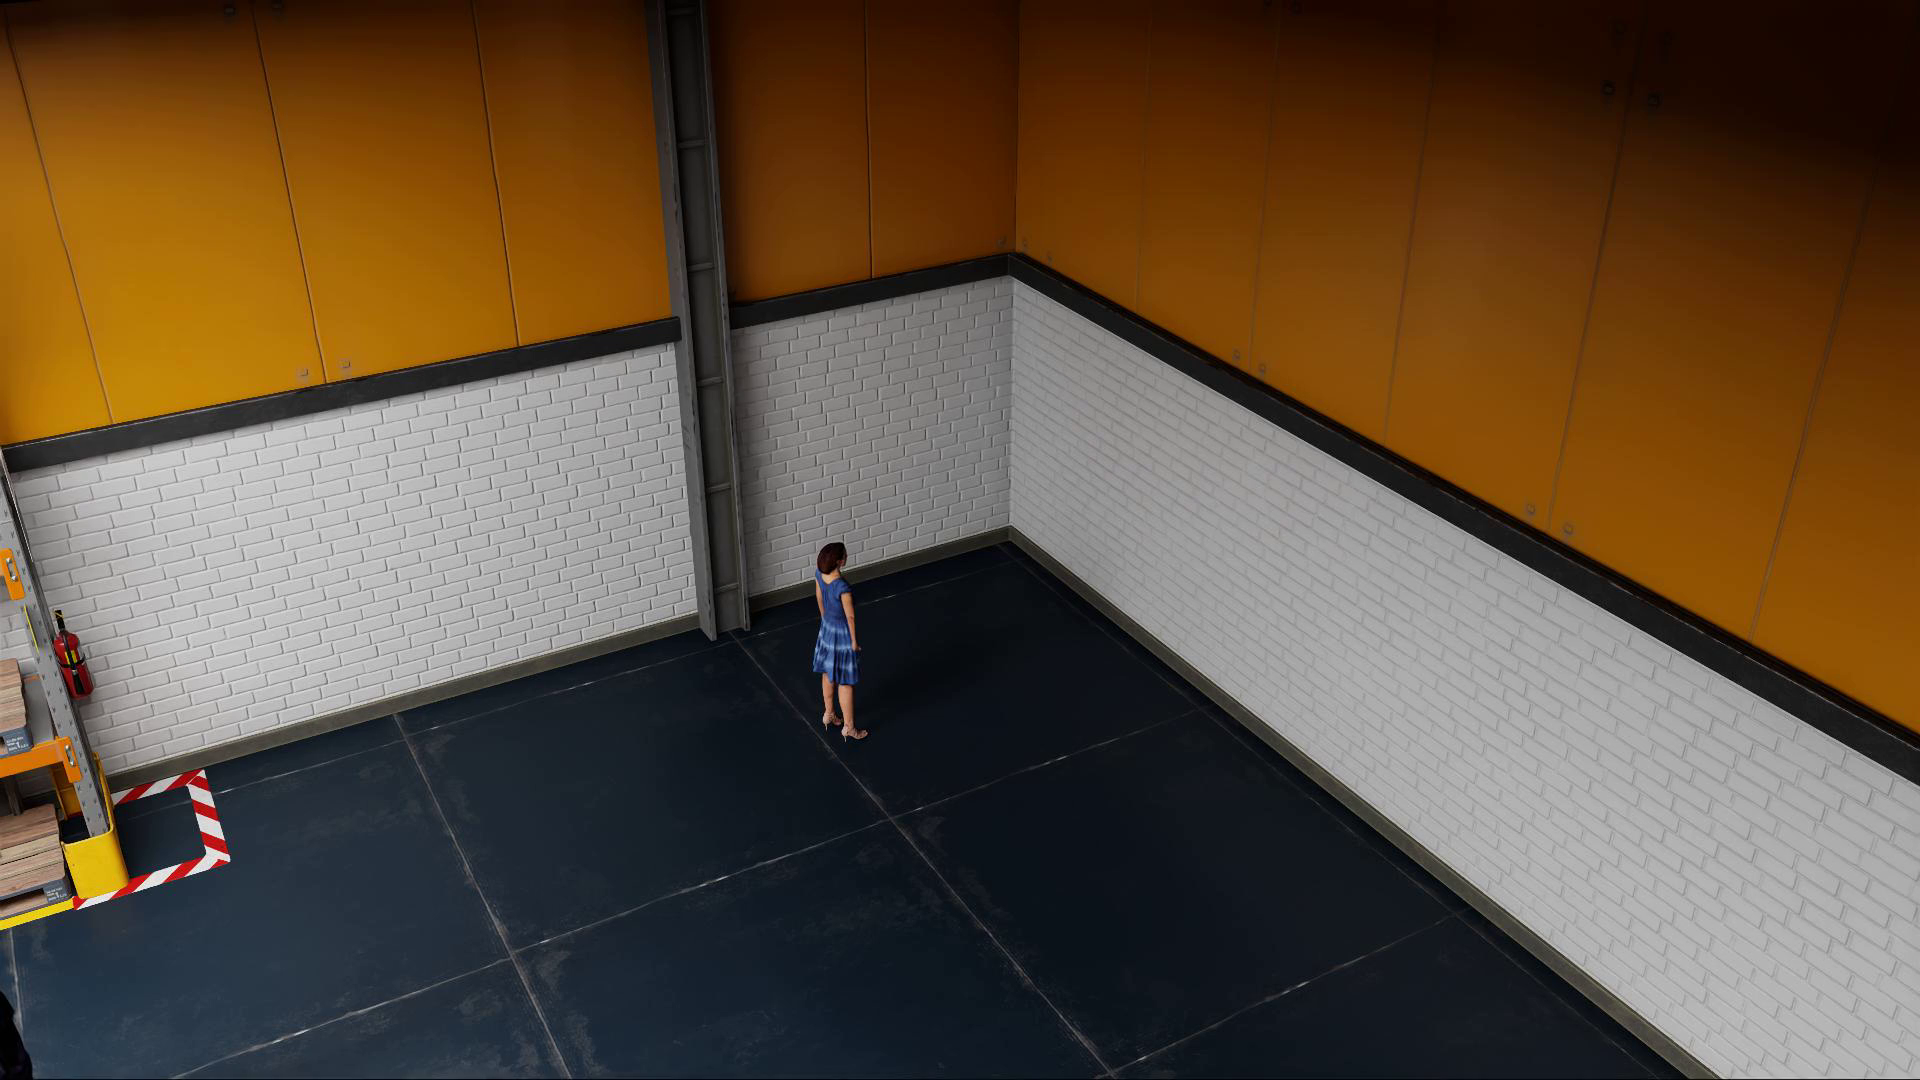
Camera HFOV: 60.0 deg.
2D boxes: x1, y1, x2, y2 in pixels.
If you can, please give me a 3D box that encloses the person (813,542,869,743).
[{"bbox_3d":[-0.977,0.815,13.493,0.629,1.806,0.708,-23,36,-35],"label":"person"}]
